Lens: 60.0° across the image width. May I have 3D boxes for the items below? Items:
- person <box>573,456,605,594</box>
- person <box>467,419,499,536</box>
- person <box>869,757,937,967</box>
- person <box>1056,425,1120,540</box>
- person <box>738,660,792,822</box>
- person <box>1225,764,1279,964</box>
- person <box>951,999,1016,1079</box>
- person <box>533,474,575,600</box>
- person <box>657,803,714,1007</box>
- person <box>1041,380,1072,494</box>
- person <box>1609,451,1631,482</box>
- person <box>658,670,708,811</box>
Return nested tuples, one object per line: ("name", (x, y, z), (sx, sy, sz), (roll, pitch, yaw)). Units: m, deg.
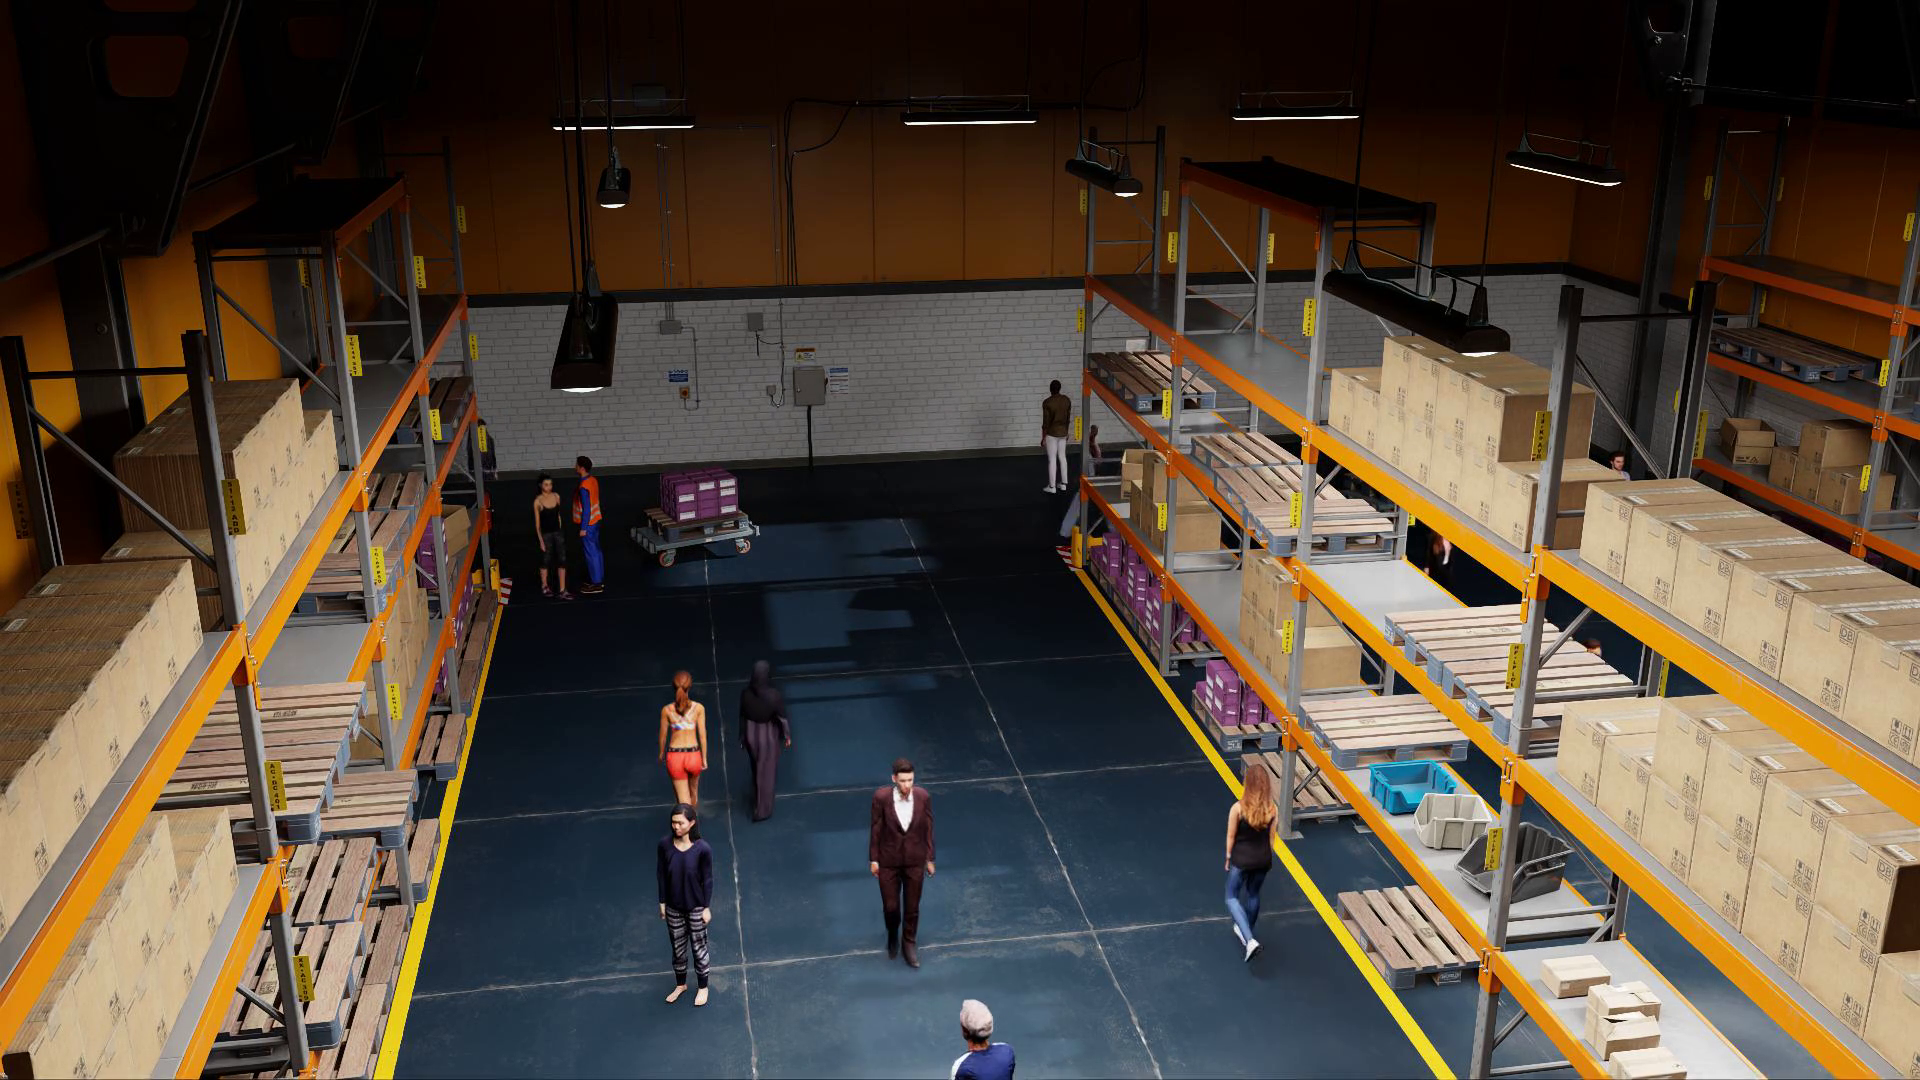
("person", (-4.954, -0.222, 22.175), (0.797, 1.863, 0.596), (0, 19, -1))
("person", (-7.103, -0.951, 24.527), (0.901, 1.742, 1.078), (-15, 23, -37))
("person", (-0.506, 2.609, 13.785), (0.707, 1.852, 0.673), (-4, 19, -12))
("person", (2.000, -0.799, 24.120), (0.680, 1.715, 1.148), (-2, 19, -7))
("person", (-1.948, 1.948, 16.129), (0.874, 1.609, 1.041), (5, 19, 15))
("person", (2.418, 2.691, 13.768), (0.599, 1.709, 0.892), (-4, 19, -11))
("person", (0.180, 3.773, 10.393), (0.764, 1.811, 0.766), (-12, 22, -32))
("person", (-5.482, -0.064, 21.952), (0.860, 1.707, 0.971), (-18, 25, -42))
("person", (-2.169, 2.867, 13.203), (0.670, 1.735, 0.641), (4, 19, 10))
("person", (1.538, -1.665, 26.519), (0.795, 1.825, 0.734), (-11, 22, -30))
("person", (8.772, -0.319, 22.478), (0.696, 1.853, 0.605), (-5, 19, -15))
("person", (-2.547, 2.113, 15.419), (0.653, 1.749, 1.123), (-5, 19, -15))
